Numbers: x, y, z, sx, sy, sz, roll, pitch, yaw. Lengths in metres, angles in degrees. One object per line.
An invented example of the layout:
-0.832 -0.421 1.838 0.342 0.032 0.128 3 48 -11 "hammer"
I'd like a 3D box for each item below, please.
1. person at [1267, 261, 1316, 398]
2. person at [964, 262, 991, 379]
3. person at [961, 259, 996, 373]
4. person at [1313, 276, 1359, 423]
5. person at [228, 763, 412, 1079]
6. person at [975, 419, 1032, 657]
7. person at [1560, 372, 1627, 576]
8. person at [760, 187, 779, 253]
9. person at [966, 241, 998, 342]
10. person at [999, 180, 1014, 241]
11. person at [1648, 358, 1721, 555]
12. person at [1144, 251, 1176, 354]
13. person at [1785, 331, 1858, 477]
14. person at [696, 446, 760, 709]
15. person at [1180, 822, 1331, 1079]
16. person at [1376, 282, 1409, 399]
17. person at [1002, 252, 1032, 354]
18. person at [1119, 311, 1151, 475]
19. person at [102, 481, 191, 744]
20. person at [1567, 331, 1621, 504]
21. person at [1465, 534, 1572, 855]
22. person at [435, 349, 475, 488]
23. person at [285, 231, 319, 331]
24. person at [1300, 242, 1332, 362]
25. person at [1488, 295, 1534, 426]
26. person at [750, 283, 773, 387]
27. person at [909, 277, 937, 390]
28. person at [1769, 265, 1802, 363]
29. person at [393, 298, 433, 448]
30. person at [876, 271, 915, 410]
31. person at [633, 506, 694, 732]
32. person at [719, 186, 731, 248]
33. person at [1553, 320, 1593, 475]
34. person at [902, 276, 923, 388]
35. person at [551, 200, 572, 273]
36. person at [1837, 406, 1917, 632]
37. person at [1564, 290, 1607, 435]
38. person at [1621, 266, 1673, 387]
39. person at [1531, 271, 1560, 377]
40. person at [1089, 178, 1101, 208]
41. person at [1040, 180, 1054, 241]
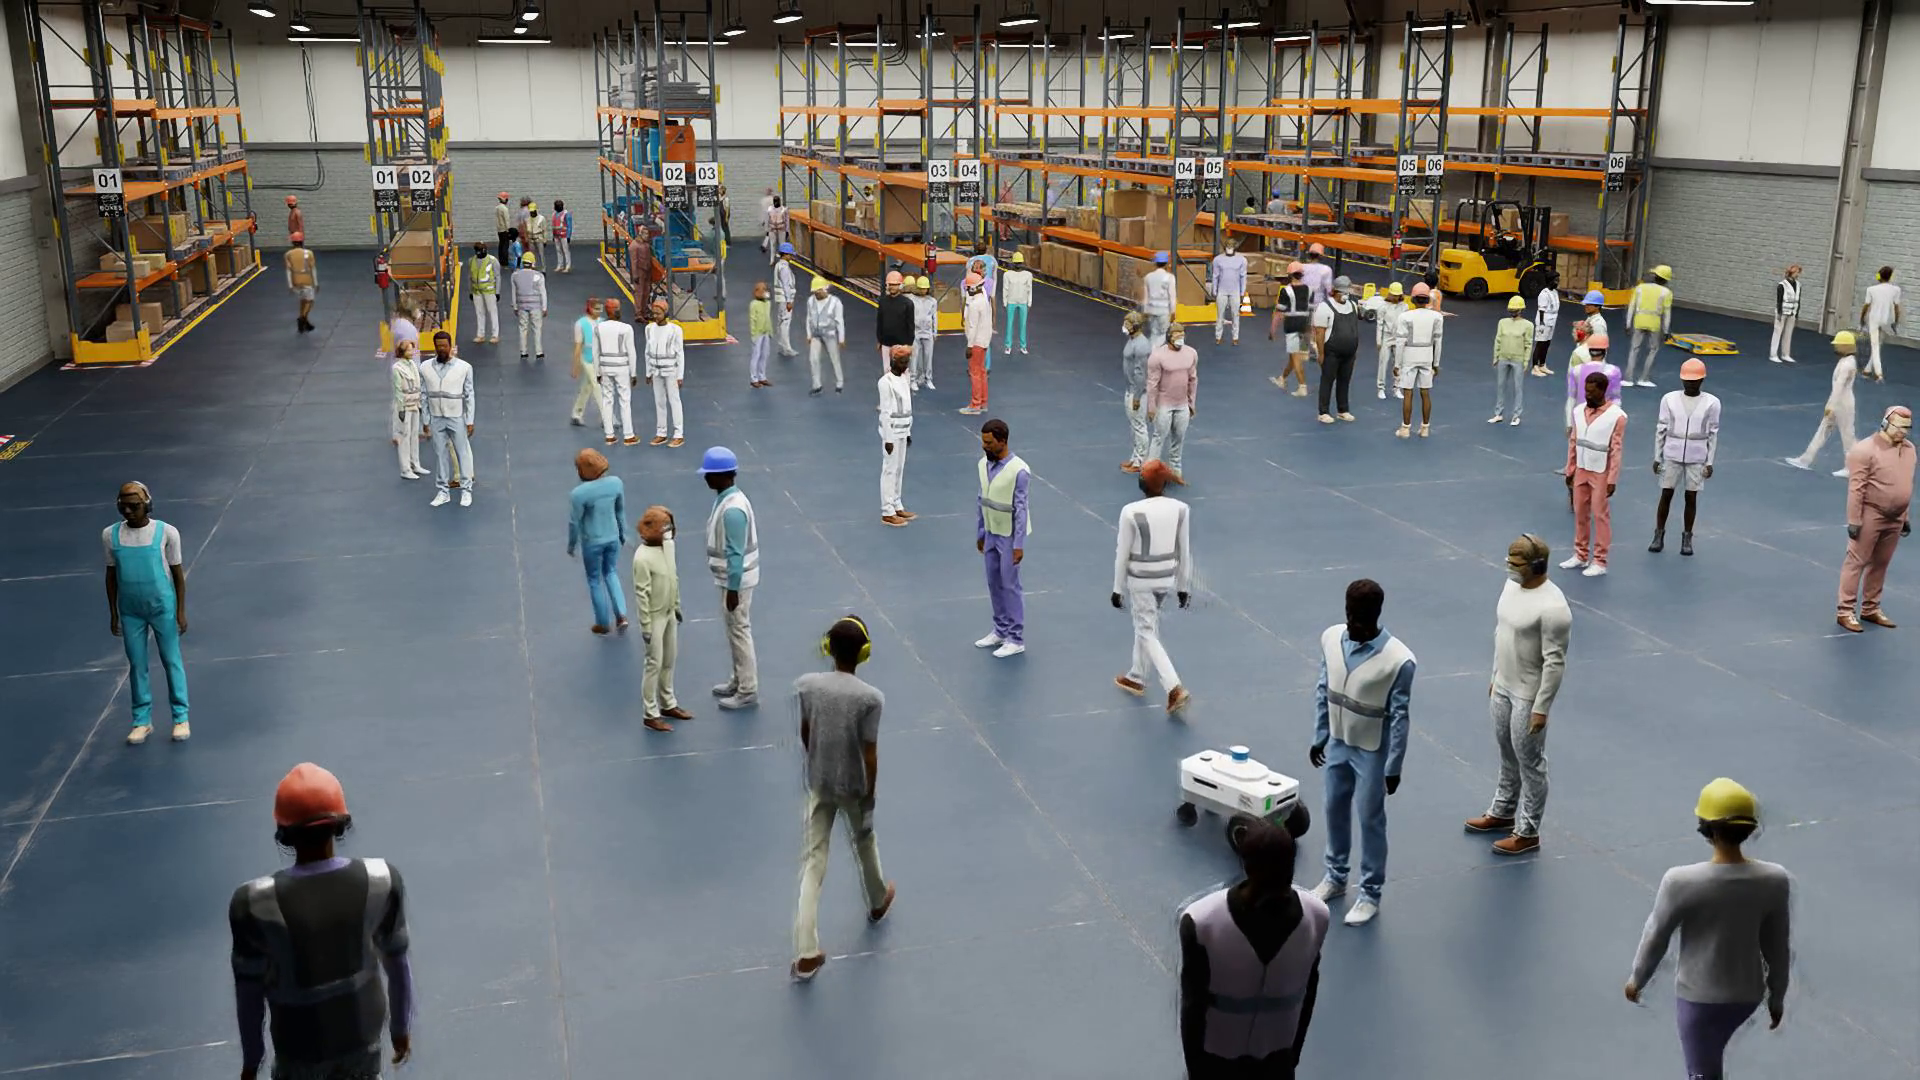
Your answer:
4.954 -3.162 24.926 0.615 1.983 1.066 -9 17 -30 "person"
0.264 -3.489 26.439 0.390 1.846 0.565 -3 15 -11 "person"
0.297 -3.604 26.870 0.570 1.845 0.380 -1 15 -4 "person"
5.195 -2.623 22.805 0.689 2.000 0.535 -8 17 -27 "person"
-2.315 1.817 6.129 0.632 2.031 0.636 -10 18 -34 "person"
0.338 -0.033 13.327 0.415 1.906 0.598 -10 18 -34 "person"
5.945 -0.632 15.578 0.387 1.907 0.600 -7 16 -25 "person"
-5.488 -9.245 48.087 0.654 1.879 0.894 13 20 41 "person"
0.374 -4.512 30.299 0.627 1.844 0.429 -7 16 -25 "person"
1.465 -10.286 51.924 0.399 1.901 0.649 10 18 33 "person"
7.042 -0.807 16.171 0.552 1.935 0.374 7 16 24 "person"
3.267 -3.772 27.341 0.543 1.927 0.621 -14 20 -42 "person"
10.260 -1.608 19.608 0.851 1.701 0.511 8 17 27 "person"
-1.675 0.268 12.131 0.426 1.938 0.624 -4 15 -13 "person"
1.066 1.868 6.251 0.573 1.872 1.008 -2 15 -7 "person"
6.413 -2.951 24.634 0.491 1.735 0.326 -2 15 -8 "person"
1.000 -4.121 28.973 0.522 1.769 0.311 -1 15 -5 "person"
2.084 -1.744 19.724 0.376 1.931 0.624 -1 15 -4 "person"
-5.590 0.496 11.448 0.506 1.846 0.346 -3 15 -12 "person"
6.864 -1.311 18.131 0.555 1.912 0.823 14 20 42 "person"
3.301 0.896 9.773 0.370 1.934 0.627 -3 15 -10 "person"
-5.813 -1.410 19.043 0.288 1.625 0.497 3 15 10 "person"
-12.526 -4.901 31.623 0.560 1.916 0.725 0 15 1 "person"
5.893 -3.963 27.891 0.612 2.022 0.592 3 15 12 "person"
7.520 -2.448 22.674 0.525 1.770 0.306 13 20 40 "person"
-3.060 -3.149 25.629 0.374 1.610 0.508 9 17 30 "person"
-0.572 -3.149 25.379 0.482 1.734 0.332 -4 15 -15 "person"
13.961 -3.820 28.093 0.517 1.635 0.313 -6 16 -23 "person"
-6.893 -2.121 21.183 0.858 1.907 0.655 -4 15 -14 "person"
-0.924 -2.808 23.587 0.613 1.997 0.374 8 17 28 "person"
-2.111 0.544 11.691 0.285 1.622 0.512 5 16 18 "person"
-7.006 -9.592 49.427 0.335 1.838 0.511 -8 17 -27 "person"
7.336 -1.664 19.607 0.400 1.832 0.572 14 20 42 "person"
-0.764 -3.218 25.719 0.493 1.680 0.887 5 16 19 "person"
-10.194 -7.753 42.499 0.633 1.839 0.429 10 18 33 "person"
7.691 -0.180 13.887 0.639 1.902 0.406 -5 16 -19 "person"
8.192 -2.274 21.666 0.383 1.949 0.614 2 15 7 "person"
10.562 -3.280 25.611 0.689 1.881 0.448 12 19 39 "person"
9.397 -3.463 26.644 0.318 1.692 0.537 13 19 39 "person"
4.335 -10.416 52.361 0.639 1.914 0.882 4 15 15 "person"
2.687 -10.296 51.946 0.535 1.899 0.586 13 20 40 "person"
